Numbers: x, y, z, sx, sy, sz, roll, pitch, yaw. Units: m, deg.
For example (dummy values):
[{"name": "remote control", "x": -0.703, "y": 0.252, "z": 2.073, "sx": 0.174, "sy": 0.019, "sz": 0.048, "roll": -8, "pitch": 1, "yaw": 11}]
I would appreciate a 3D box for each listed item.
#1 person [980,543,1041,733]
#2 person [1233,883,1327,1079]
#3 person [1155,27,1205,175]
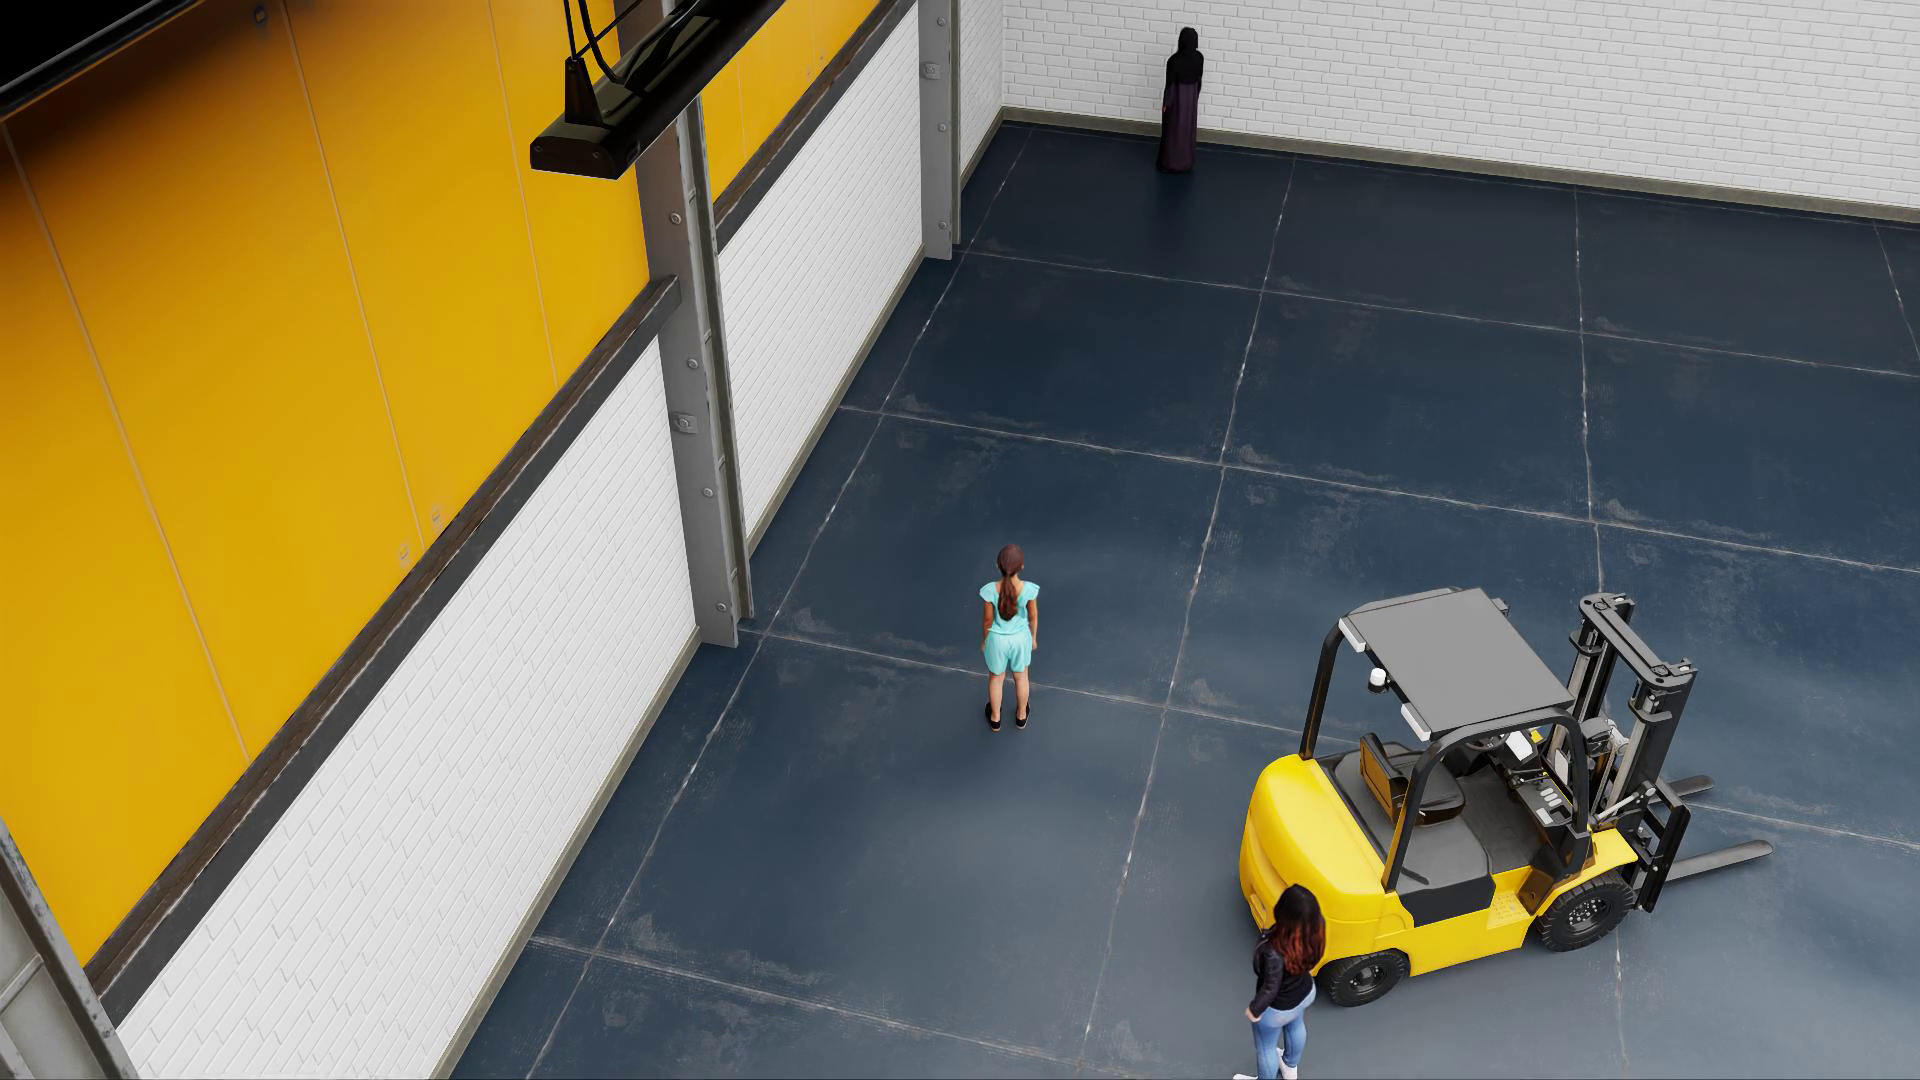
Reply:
[{"name": "person", "x": 0.325, "y": 0.652, "z": 11.156, "sx": 0.616, "sy": 1.558, "sz": 0.630, "roll": -2, "pitch": 39, "yaw": -3}, {"name": "person", "x": 1.726, "y": 2.416, "z": 8.886, "sx": 0.687, "sy": 1.634, "sz": 0.794, "roll": -29, "pitch": 47, "yaw": -31}, {"name": "person", "x": 2.372, "y": -4.727, "z": 17.849, "sx": 0.711, "sy": 1.611, "sz": 0.753, "roll": -13, "pitch": 41, "yaw": -16}]
